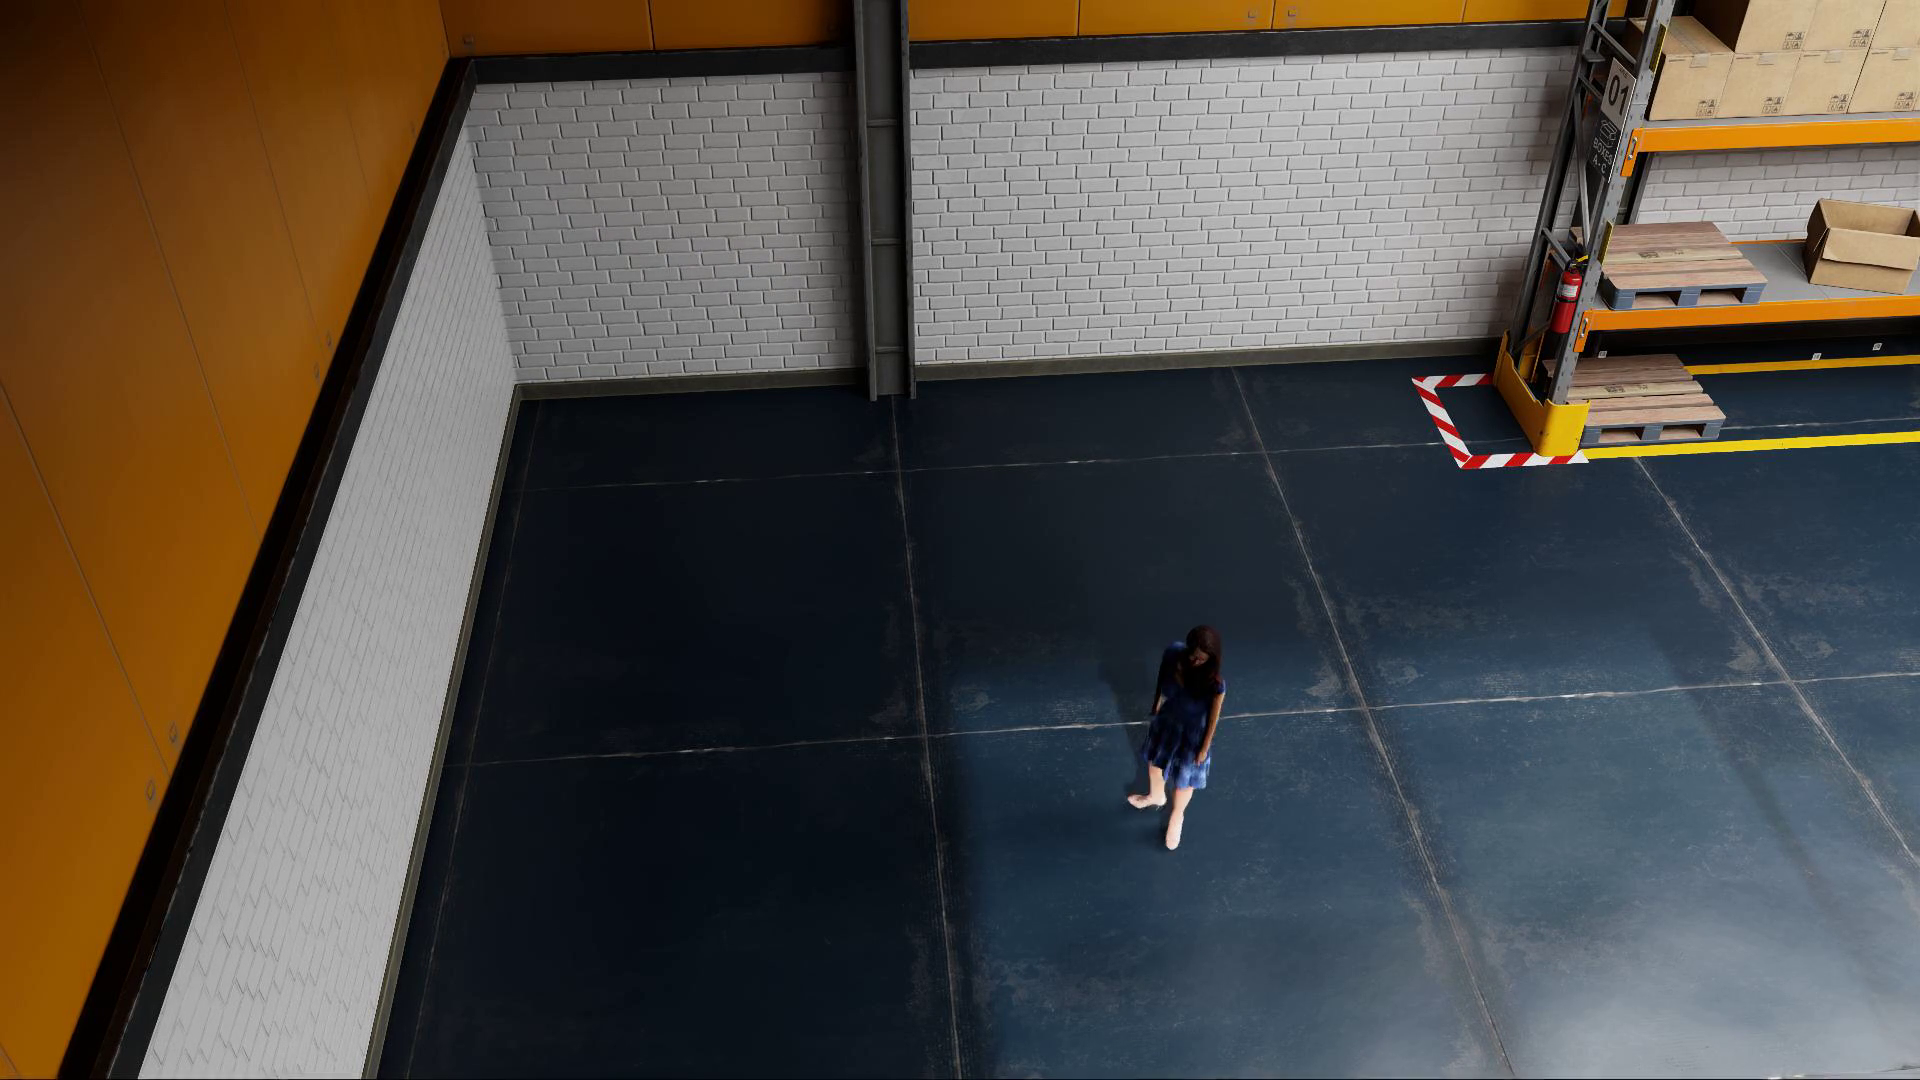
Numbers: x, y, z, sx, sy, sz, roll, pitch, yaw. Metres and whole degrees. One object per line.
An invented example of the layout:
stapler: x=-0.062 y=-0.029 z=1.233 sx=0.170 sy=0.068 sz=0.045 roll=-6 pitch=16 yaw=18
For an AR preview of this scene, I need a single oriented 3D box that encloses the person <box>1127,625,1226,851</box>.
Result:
person: x=1.285 y=1.150 z=9.850 sx=0.825 sy=1.786 sz=0.852 roll=-18 pitch=42 yaw=-21
